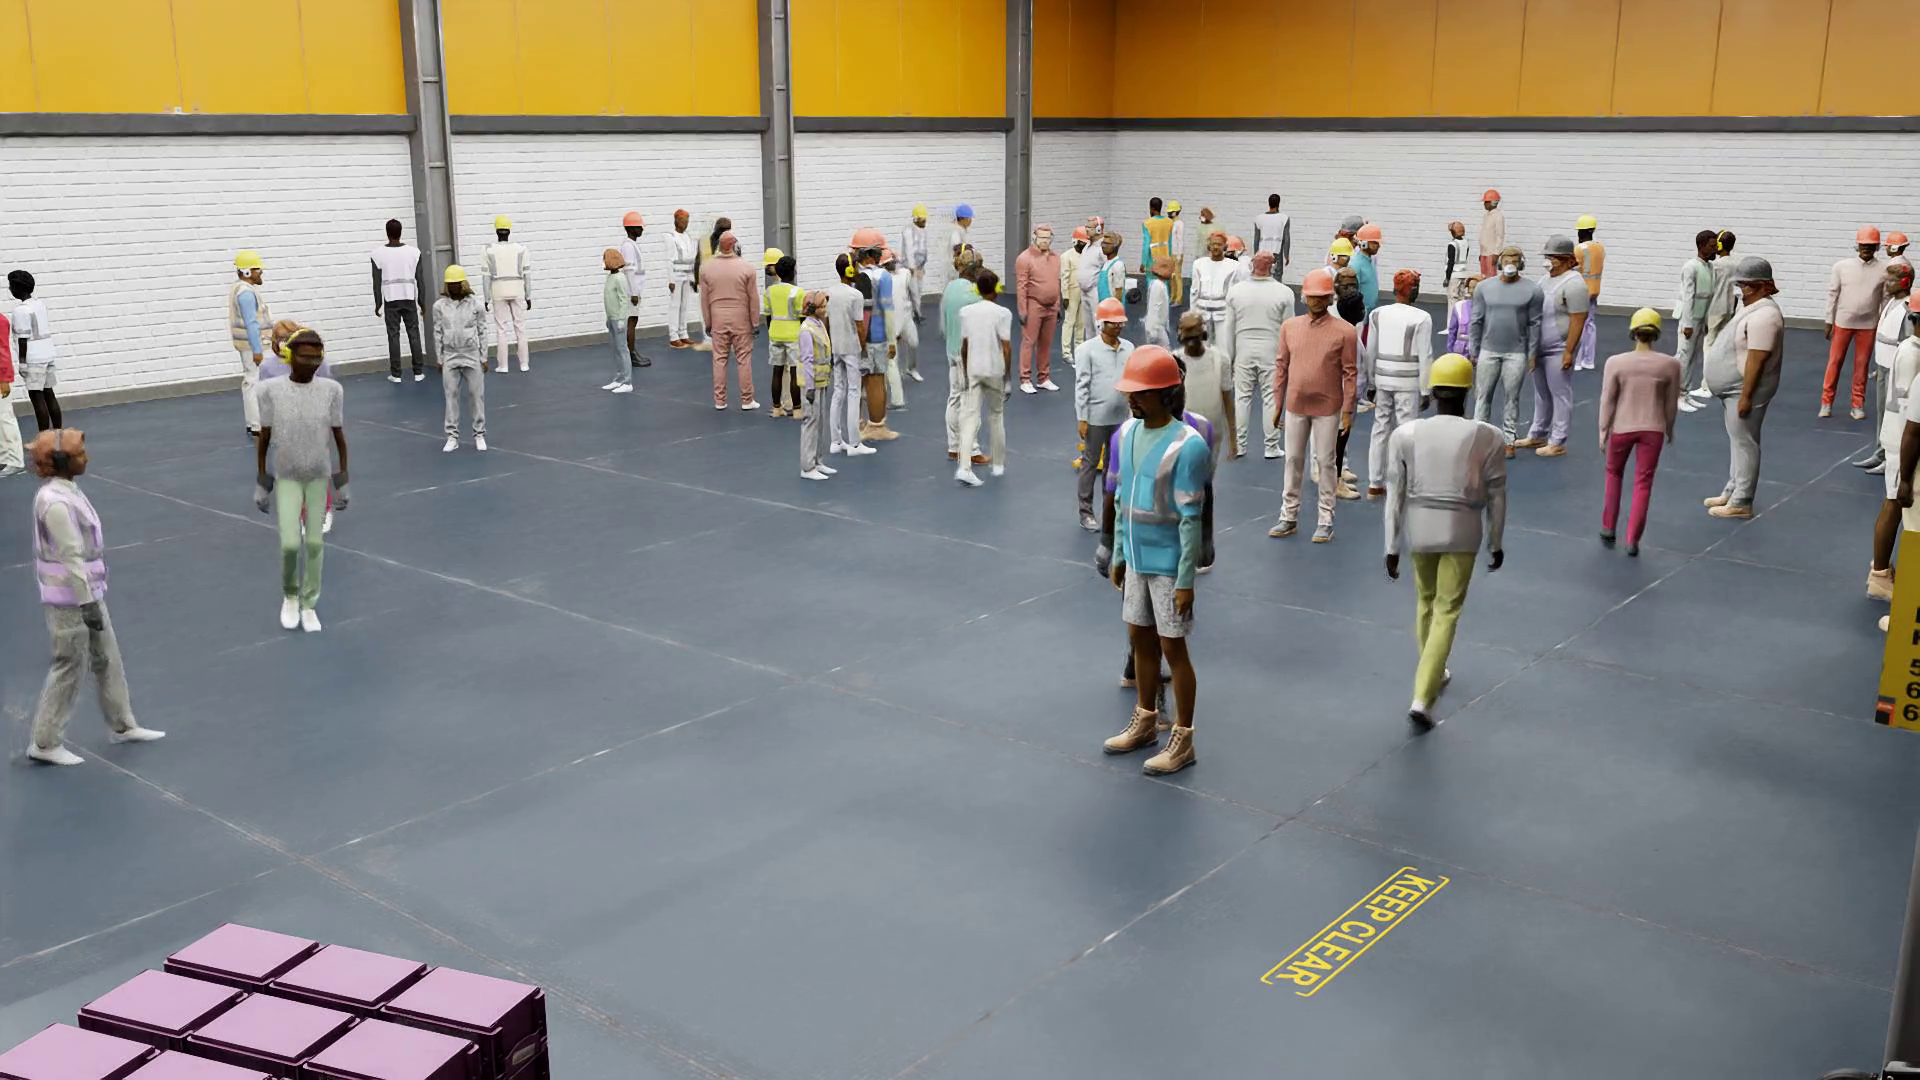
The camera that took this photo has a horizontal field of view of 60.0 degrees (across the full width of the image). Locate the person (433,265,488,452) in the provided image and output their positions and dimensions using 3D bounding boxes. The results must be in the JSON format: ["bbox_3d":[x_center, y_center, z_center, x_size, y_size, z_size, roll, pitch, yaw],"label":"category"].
[{"bbox_3d":[-4.651,-1.694,15.544,0.487,1.744,0.313,-2,14,-9],"label":"person"}]

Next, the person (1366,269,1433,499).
[{"bbox_3d":[3.541,-1.238,13.440,0.342,1.882,0.579,-13,19,-41],"label":"person"}]

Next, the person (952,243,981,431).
[{"bbox_3d":[0.053,-2.018,16.592,0.312,1.866,0.538,2,14,10],"label":"person"}]

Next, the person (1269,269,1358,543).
[{"bbox_3d":[2.574,-0.975,12.164,0.624,1.992,0.393,9,17,32],"label":"person"}]

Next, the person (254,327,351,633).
[{"bbox_3d":[-3.928,-0.349,9.957,0.550,1.843,0.423,-8,16,-30],"label":"person"}]

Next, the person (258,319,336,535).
[{"bbox_3d":[-4.880,-0.829,12.315,0.549,1.620,0.417,-3,14,-11],"label":"person"}]

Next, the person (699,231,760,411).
[{"bbox_3d":[-2.435,-2.333,17.760,0.641,1.913,0.407,2,14,8],"label":"person"}]

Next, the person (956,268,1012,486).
[{"bbox_3d":[0.207,-1.386,14.179,0.505,1.827,0.910,5,15,19],"label":"person"}]

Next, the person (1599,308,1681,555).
[{"bbox_3d":[4.862,-0.795,11.974,0.534,1.735,0.765,4,15,17],"label":"person"}]

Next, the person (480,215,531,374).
[{"bbox_3d":[-5.569,-3.012,20.438,0.595,1.925,0.371,-7,16,-26],"label":"person"}]

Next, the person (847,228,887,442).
[{"bbox_3d":[-0.897,-1.965,16.017,0.377,2.045,0.605,4,15,15],"label":"person"}]

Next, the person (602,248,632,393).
[{"bbox_3d":[-3.939,-2.509,19.025,0.278,1.633,0.507,-8,16,-30],"label":"person"}]

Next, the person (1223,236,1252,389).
[{"bbox_3d":[3.125,-2.637,19.297,0.335,1.748,0.572,-7,16,-25],"label":"person"}]

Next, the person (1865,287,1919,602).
[{"bbox_3d":[6.088,-0.616,10.632,0.371,2.044,0.608,8,16,29],"label":"person"}]

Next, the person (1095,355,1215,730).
[{"bbox_3d":[1.017,-0.033,8.595,0.661,1.914,0.719,-9,17,-32],"label":"person"}]

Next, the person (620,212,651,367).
[{"bbox_3d":[-4.112,-3.169,21.044,0.363,1.939,0.542,-2,14,-9],"label":"person"}]

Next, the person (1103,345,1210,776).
[{"bbox_3d":[0.897,0.096,7.820,0.418,2.034,0.604,-8,16,-30],"label":"person"}]

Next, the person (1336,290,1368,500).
[{"bbox_3d":[3.168,-1.191,13.627,0.319,1.699,0.532,2,14,9],"label":"person"}]

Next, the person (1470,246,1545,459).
[{"bbox_3d":[4.981,-1.714,15.229,0.629,1.940,0.376,6,15,24],"label":"person"}]

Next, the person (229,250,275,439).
[{"bbox_3d":[-6.869,-1.901,16.194,0.404,1.830,0.601,-8,16,-29],"label":"person"}]

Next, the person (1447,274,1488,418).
[{"bbox_3d":[4.877,-1.706,15.805,0.523,1.638,0.310,11,18,37],"label":"person"}]

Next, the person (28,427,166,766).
[{"bbox_3d":[-4.236,0.272,7.966,0.491,1.644,0.520,-5,15,-19],"label":"person"}]

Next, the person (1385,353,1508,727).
[{"bbox_3d":[2.477,-0.014,8.569,0.586,1.886,0.984,8,16,29],"label":"person"}]

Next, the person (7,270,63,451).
[{"bbox_3d":[-8.703,-1.693,15.654,0.319,1.690,0.536,-2,14,-6],"label":"person"}]

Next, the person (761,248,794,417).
[{"bbox_3d":[-1.902,-2.169,17.421,0.338,1.761,0.525,-3,14,-10],"label":"person"}]

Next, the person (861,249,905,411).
[{"bbox_3d":[-0.913,-2.254,17.811,0.804,1.718,0.587,7,16,25],"label":"person"}]

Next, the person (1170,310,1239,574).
[{"bbox_3d":[1.625,-0.727,11.585,0.562,1.797,0.906,-2,14,-7],"label":"person"}]

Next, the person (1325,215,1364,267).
[{"bbox_3d":[4.392,-2.664,18.819,0.535,2.000,0.685,-2,14,-8],"label":"person"}]

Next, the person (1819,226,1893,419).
[{"bbox_3d":[9.312,-2.253,17.267,0.611,1.996,0.387,6,15,21],"label":"person"}]

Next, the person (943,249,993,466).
[{"bbox_3d":[0.065,-1.634,14.920,0.373,1.935,0.628,-7,16,-26],"label":"person"}]

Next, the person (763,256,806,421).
[{"bbox_3d":[-1.777,-2.076,17.165,0.535,1.698,0.318,8,16,30],"label":"person"}]

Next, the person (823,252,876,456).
[{"bbox_3d":[-1.030,-1.713,15.371,0.531,1.867,0.317,12,19,40],"label":"person"}]
